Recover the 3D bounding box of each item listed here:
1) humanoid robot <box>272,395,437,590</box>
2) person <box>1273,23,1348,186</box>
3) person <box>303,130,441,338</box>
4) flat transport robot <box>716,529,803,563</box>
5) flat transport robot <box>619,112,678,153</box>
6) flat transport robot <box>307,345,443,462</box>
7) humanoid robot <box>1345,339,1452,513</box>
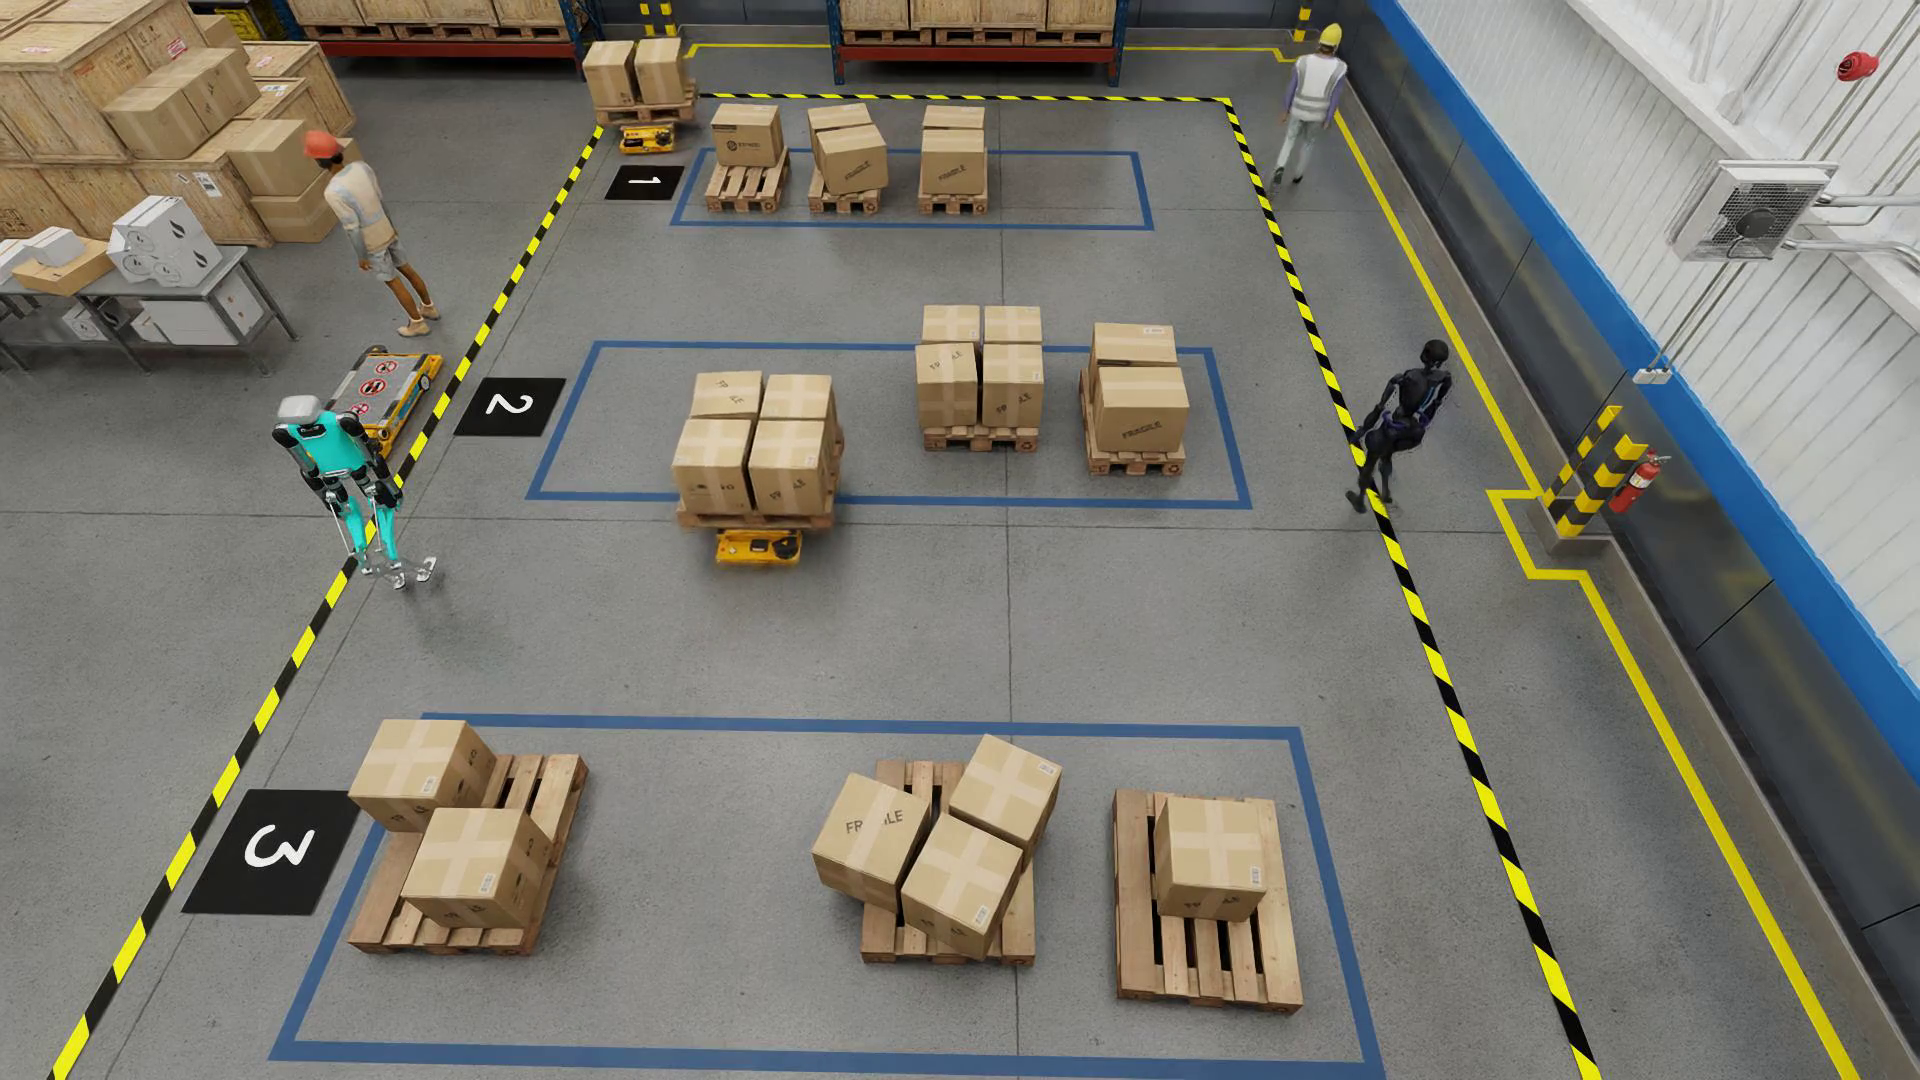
[{"bbox_3d":[-4.277,-0.199,6.485,0.533,1.677,0.735,-11,51,-9],"label":"humanoid robot"},{"bbox_3d":[4.002,-4.919,10.518,0.596,1.818,0.517,22,53,18],"label":"person"},{"bbox_3d":[-5.505,-2.834,8.602,0.366,2.048,0.605,4,50,3],"label":"person"},{"bbox_3d":[-1.602,-0.415,7.700,0.652,0.197,1.431,1,50,1],"label":"flat transport robot"},{"bbox_3d":[-4.045,-5.519,12.019,0.652,0.197,1.431,-4,50,-4],"label":"flat transport robot"},{"bbox_3d":[-5.383,-1.269,8.441,0.659,0.231,1.431,1,50,1],"label":"flat transport robot"},{"bbox_3d":[3.404,-0.847,7.163,0.604,1.648,0.372,-8,50,-6],"label":"humanoid robot"}]
